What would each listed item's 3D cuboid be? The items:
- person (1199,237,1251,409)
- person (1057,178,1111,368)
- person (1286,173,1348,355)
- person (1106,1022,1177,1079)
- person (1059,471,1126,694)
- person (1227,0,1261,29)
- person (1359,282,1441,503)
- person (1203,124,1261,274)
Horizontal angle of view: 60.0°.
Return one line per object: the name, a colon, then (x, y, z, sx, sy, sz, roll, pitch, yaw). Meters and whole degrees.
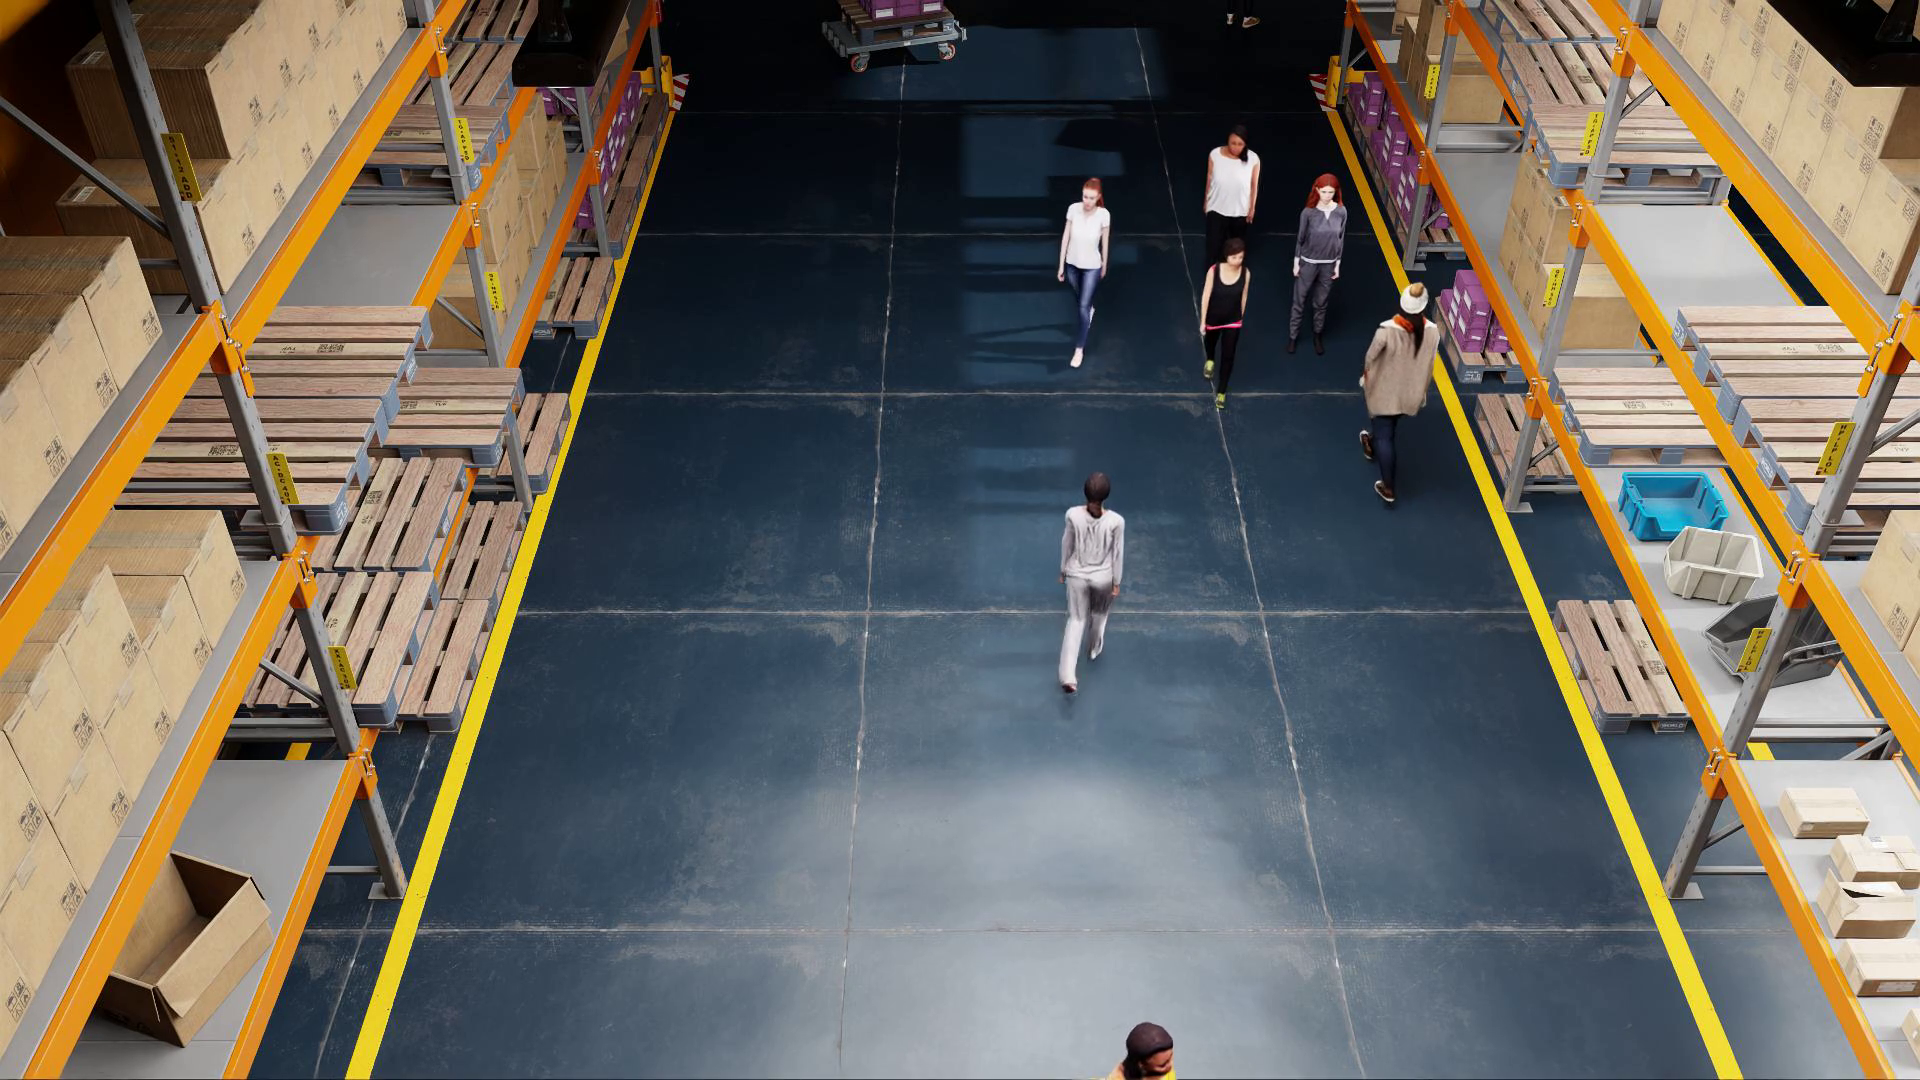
person: (2.304, -2.000, 14.652, 0.640, 1.509, 1.071, 5, 39, 7)
person: (1.148, -2.518, 15.145, 0.869, 1.702, 1.203, 15, 41, 18)
person: (3.236, -2.503, 15.066, 0.560, 1.778, 0.480, 1, 39, 1)
person: (0.799, 2.953, 8.351, 1.089, 1.631, 1.069, 25, 45, 28)
person: (0.895, 0.310, 11.567, 0.781, 1.749, 1.076, 10, 40, 13)
person: (3.671, -7.540, 21.280, 0.733, 1.893, 0.749, 24, 44, 27)
person: (3.505, -1.163, 13.332, 0.810, 1.848, 1.211, -6, 39, -7)
person: (2.624, -3.228, 16.070, 0.811, 1.658, 1.079, 8, 39, 10)
